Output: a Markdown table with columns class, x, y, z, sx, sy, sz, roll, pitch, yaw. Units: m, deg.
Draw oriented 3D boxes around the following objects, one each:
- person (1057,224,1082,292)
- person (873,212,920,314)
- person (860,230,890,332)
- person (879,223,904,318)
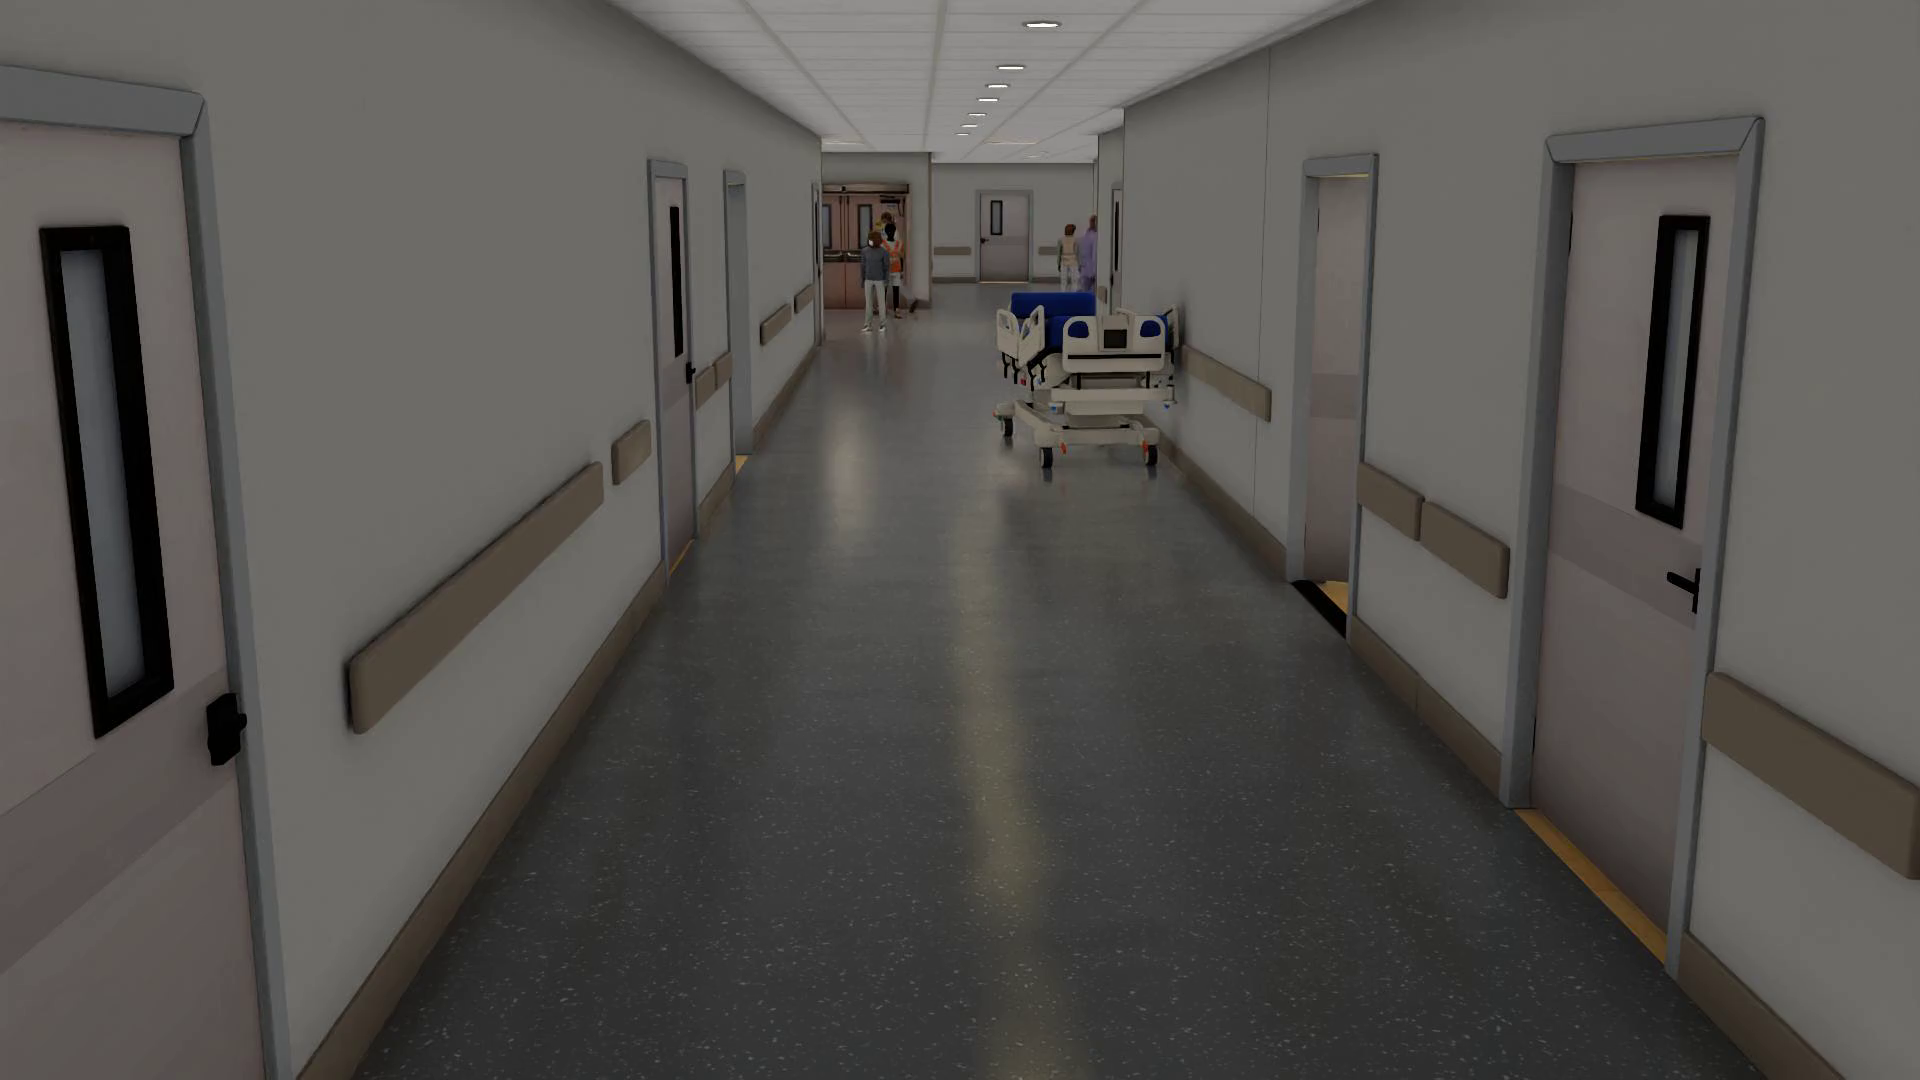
| class | x | y | z | sx | sy | sz | roll | pitch | yaw |
| --- | --- | --- | --- | --- | --- | --- | --- | --- | --- |
| person | 2.168 | -5.418 | 32.887 | 0.515 | 1.636 | 0.314 | 4 | 12 | 21 |
| person | -1.198 | -5.101 | 30.706 | 0.824 | 1.905 | 0.638 | -3 | 12 | -14 |
| person | -1.371 | -4.164 | 26.784 | 0.498 | 1.633 | 0.282 | 4 | 12 | 18 |
| person | -1.245 | -4.810 | 29.778 | 0.533 | 1.697 | 0.318 | -4 | 12 | -17 |
